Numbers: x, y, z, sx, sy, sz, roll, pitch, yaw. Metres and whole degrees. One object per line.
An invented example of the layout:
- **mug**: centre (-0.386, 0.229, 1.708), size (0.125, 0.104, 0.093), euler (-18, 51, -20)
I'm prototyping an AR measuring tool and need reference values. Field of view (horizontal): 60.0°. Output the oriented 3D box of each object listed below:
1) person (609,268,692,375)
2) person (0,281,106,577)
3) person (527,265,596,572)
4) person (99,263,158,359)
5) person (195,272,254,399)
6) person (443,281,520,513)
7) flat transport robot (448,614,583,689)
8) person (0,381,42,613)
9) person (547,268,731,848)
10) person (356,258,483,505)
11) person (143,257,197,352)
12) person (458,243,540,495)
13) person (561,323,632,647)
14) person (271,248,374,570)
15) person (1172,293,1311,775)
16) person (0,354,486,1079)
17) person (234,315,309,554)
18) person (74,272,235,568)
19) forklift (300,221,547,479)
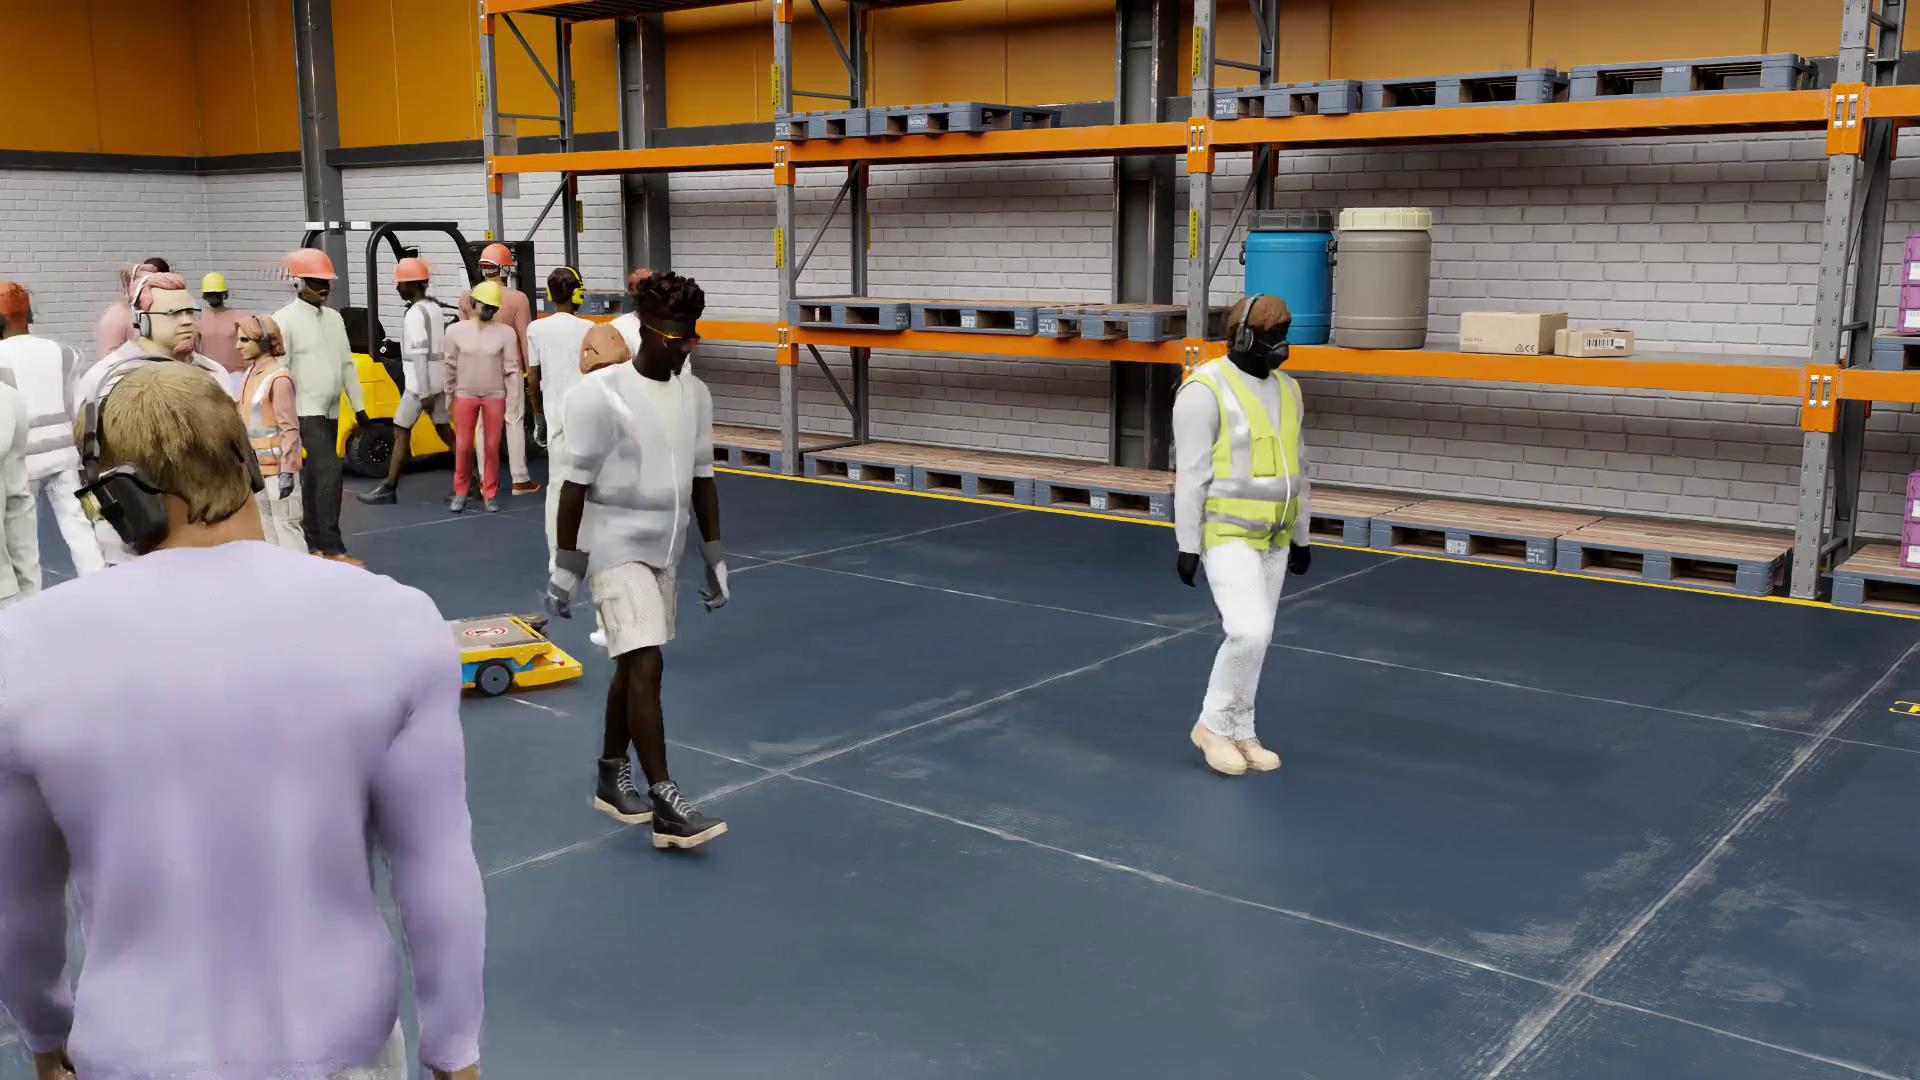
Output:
- **person**: centre (-2.120, -0.861, 10.942), size (0.586, 1.853, 0.732), euler (-8, 13, -38)
- **person**: centre (-4.662, -0.385, 8.387), size (1.044, 1.821, 0.608), euler (6, 12, 29)
- **person**: centre (-2.362, -0.725, 10.120), size (0.513, 1.872, 0.328), euler (2, 10, 13)
- **person**: centre (-5.610, -0.991, 11.629), size (0.914, 1.860, 0.667), euler (2, 10, 9)
- **person**: centre (-6.285, -1.389, 14.128), size (0.543, 1.739, 0.655), euler (-2, 10, -10)
- **person**: centre (-3.515, -1.043, 12.266), size (0.544, 1.725, 0.489), euler (-2, 11, -13)
- **flat transport robot**: centre (-2.498, 0.550, 7.487), size (1.431, 0.197, 0.652), euler (-6, 12, -29)
- **person**: centre (-2.933, 0.199, 4.810), size (0.370, 1.941, 0.627), euler (5, 12, 27)
- **person**: centre (-0.993, 0.067, 5.614), size (0.866, 1.922, 0.655), euler (6, 12, 29)
- **person**: centre (-4.142, -1.204, 12.748), size (0.944, 1.886, 0.548), euler (1, 10, 7)
- **person**: centre (-6.305, -1.297, 13.317), size (0.548, 1.869, 0.596), euler (5, 11, 24)
- **person**: centre (-3.667, -1.354, 13.262), size (0.622, 1.992, 0.396), euler (2, 10, 10)
- **person**: centre (-1.681, -0.249, 8.139), size (0.521, 1.617, 0.504), euler (-7, 12, -32)
- **person**: centre (-3.822, -0.772, 10.121), size (0.747, 1.970, 0.617), euler (2, 10, 13)
- **person**: centre (1.088, -0.009, 6.274), size (0.650, 1.822, 0.464), euler (-9, 14, -41)
- **person**: centre (-0.995, 0.688, 2.310), size (0.629, 1.873, 1.026), euler (-5, 11, -27)
- **person**: centre (-3.612, -0.358, 8.732), size (0.308, 1.636, 0.524), euler (-9, 14, -42)
- **person**: centre (-2.811, -0.001, 6.009), size (0.399, 1.910, 0.643), euler (4, 11, 21)
- **forklift**: centre (-4.922, -1.741, 14.854), size (1.214, 2.155, 2.313), euler (8, 13, 38)
